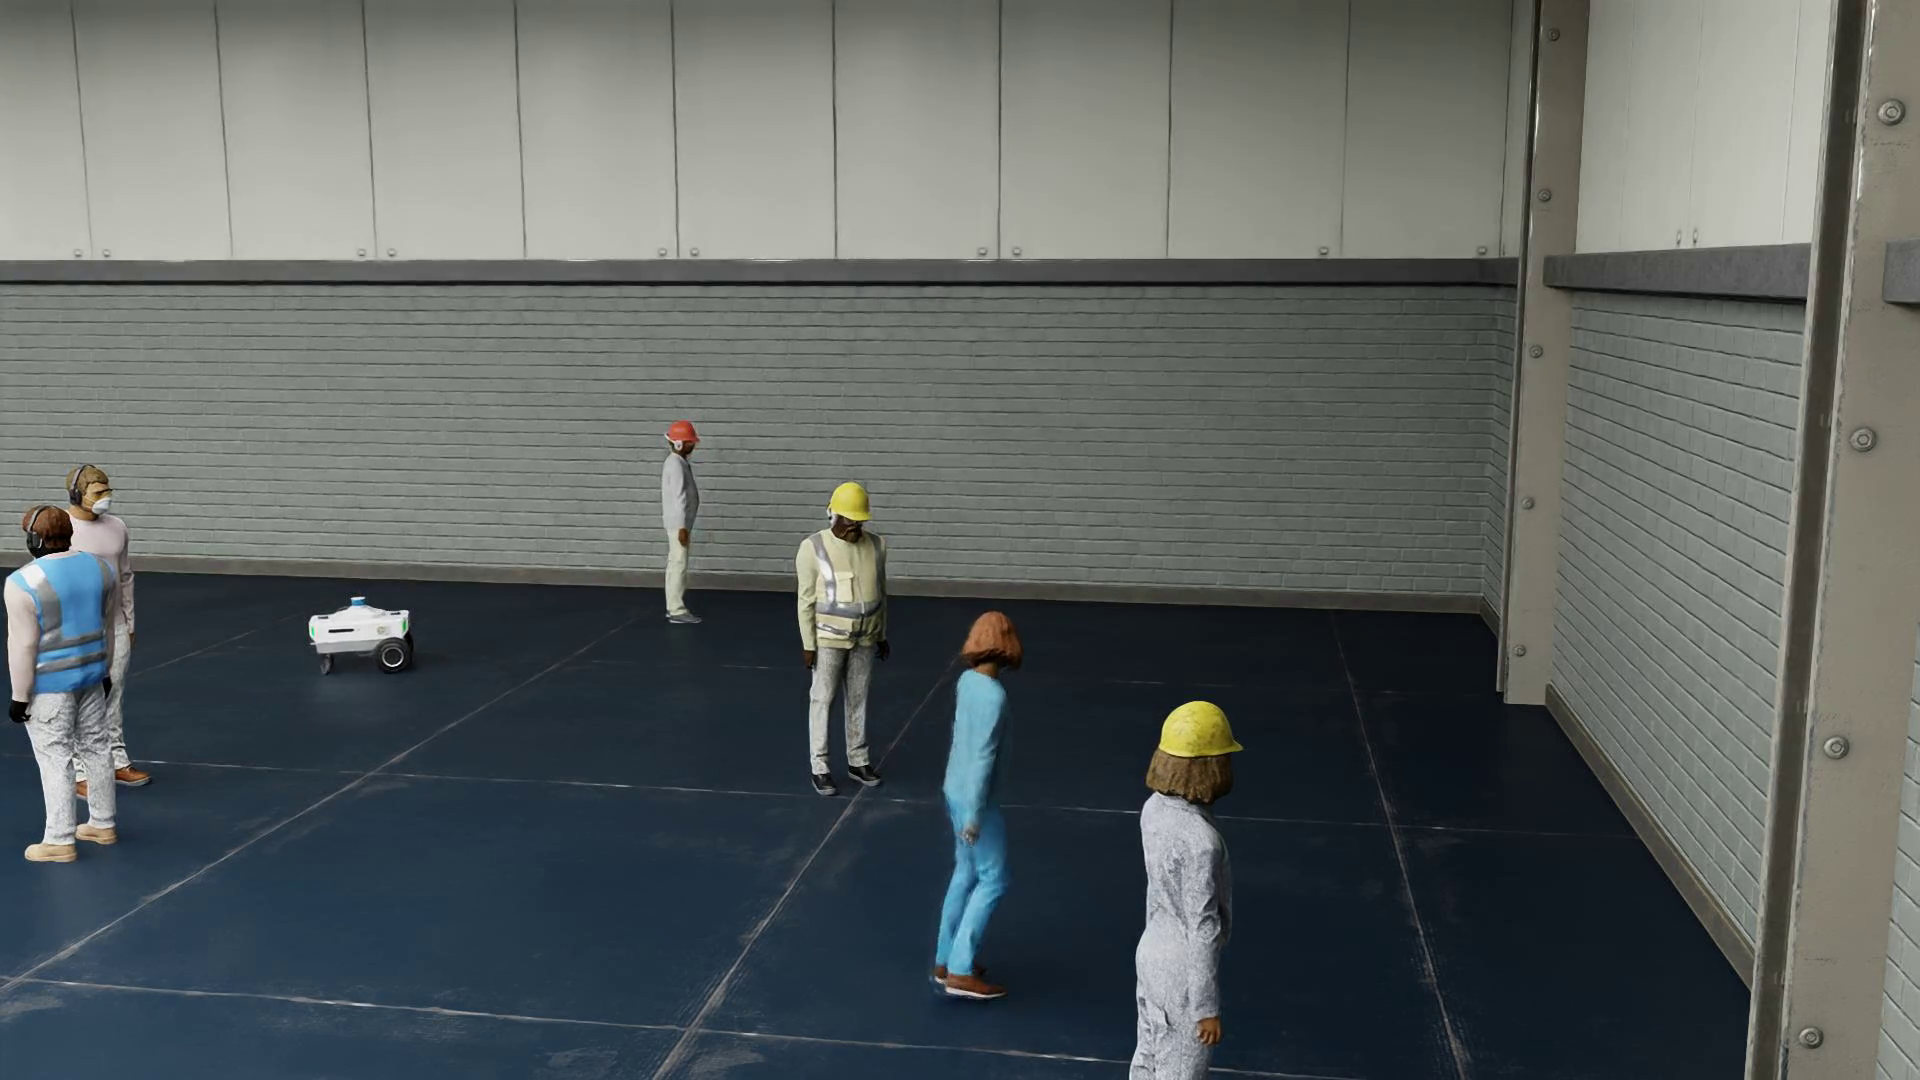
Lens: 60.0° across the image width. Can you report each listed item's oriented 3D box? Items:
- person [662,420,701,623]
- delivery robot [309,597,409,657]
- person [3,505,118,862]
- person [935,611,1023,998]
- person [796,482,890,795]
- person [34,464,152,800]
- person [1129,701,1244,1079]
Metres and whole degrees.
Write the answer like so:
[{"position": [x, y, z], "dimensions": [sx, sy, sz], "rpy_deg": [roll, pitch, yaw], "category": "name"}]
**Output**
[{"position": [-2.402, -0.165, 14.397], "dimensions": [0.342, 1.748, 0.573], "rpy_deg": [-2, 9, -13], "category": "person"}, {"position": [-4.553, 0.676, 12.609], "dimensions": [0.707, 0.478, 0.477], "rpy_deg": [-3, 10, -17], "category": "delivery robot"}, {"position": [-4.648, 0.732, 8.594], "dimensions": [0.429, 1.843, 0.633], "rpy_deg": [3, 10, 18], "category": "person"}, {"position": [0.073, 1.098, 7.037], "dimensions": [0.424, 1.605, 0.521], "rpy_deg": [-3, 10, -16], "category": "person"}, {"position": [-0.662, 0.561, 9.710], "dimensions": [0.591, 1.821, 0.404], "rpy_deg": [-6, 11, -33], "category": "person"}, {"position": [-5.011, 0.524, 9.611], "dimensions": [0.375, 1.933, 0.625], "rpy_deg": [3, 10, 17], "category": "person"}, {"position": [0.694, 1.348, 5.139], "dimensions": [0.342, 1.738, 0.485], "rpy_deg": [-2, 9, -11], "category": "person"}]
